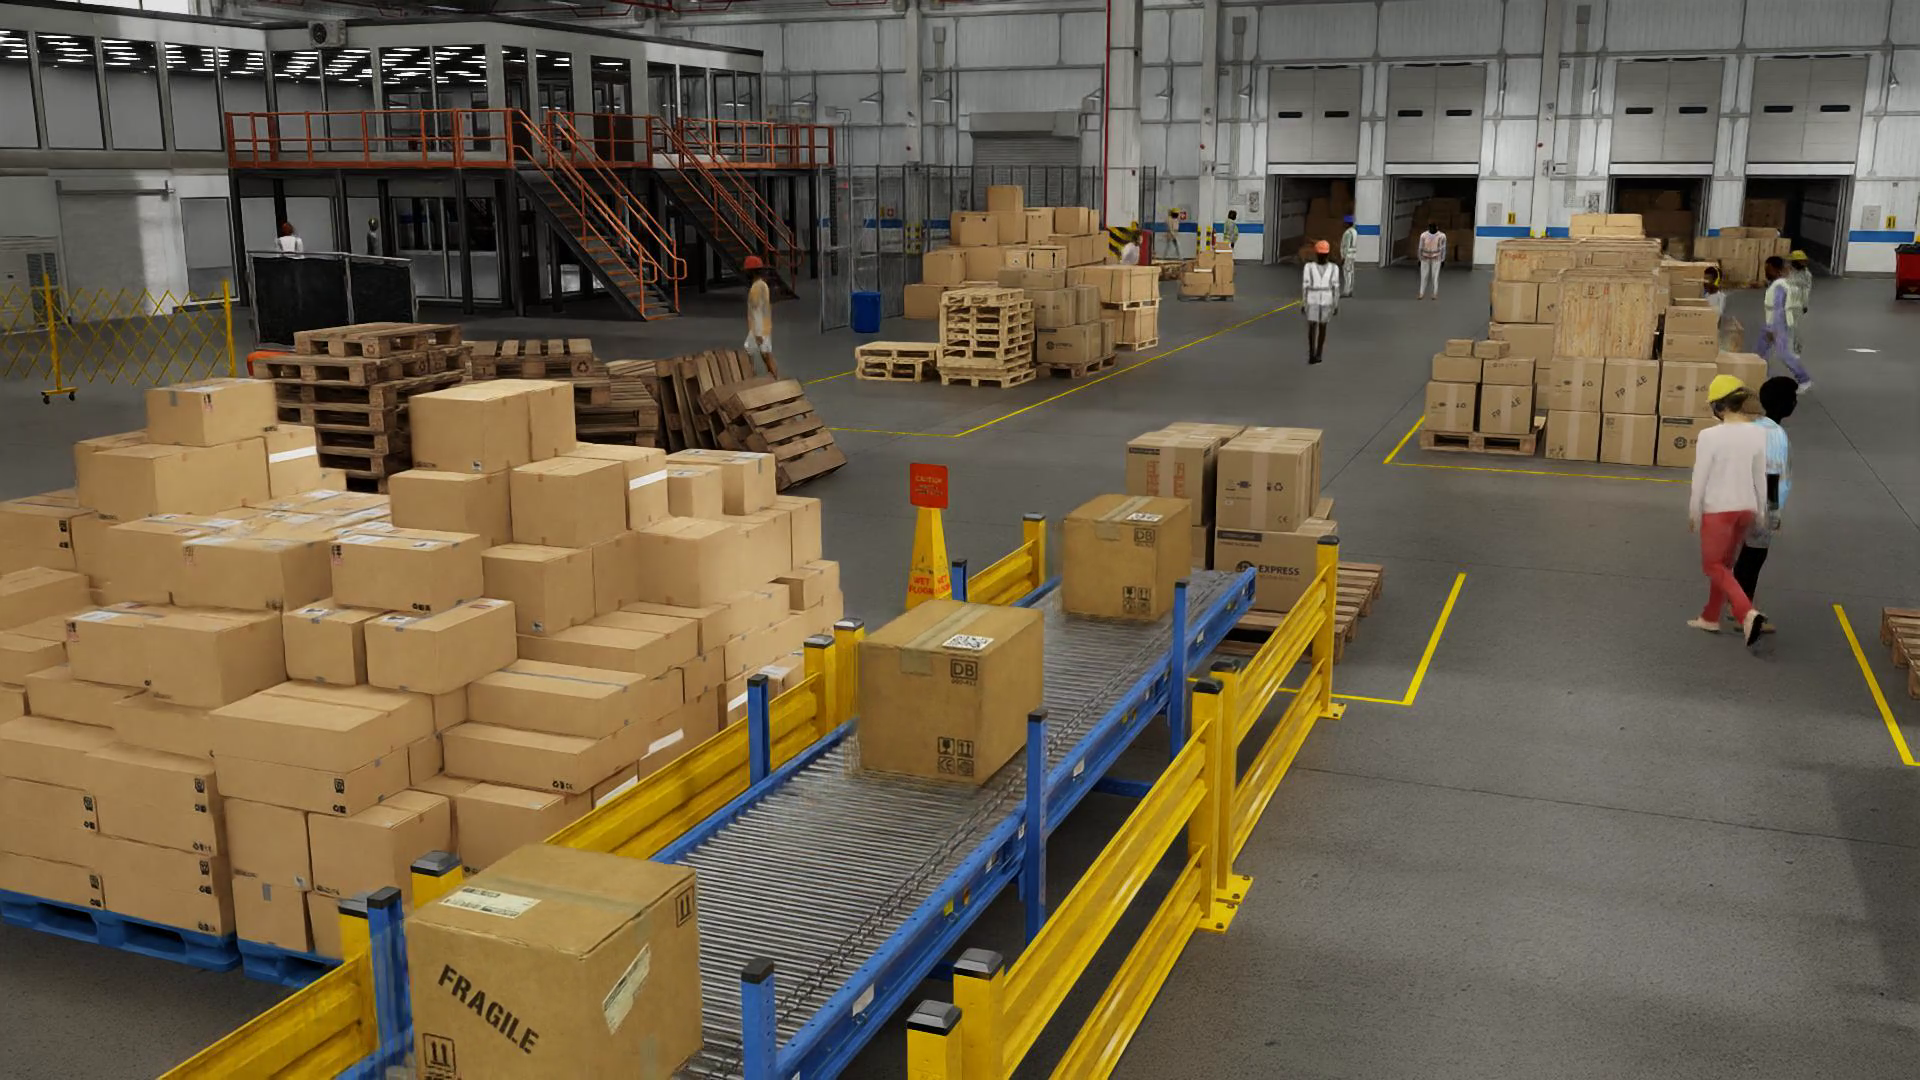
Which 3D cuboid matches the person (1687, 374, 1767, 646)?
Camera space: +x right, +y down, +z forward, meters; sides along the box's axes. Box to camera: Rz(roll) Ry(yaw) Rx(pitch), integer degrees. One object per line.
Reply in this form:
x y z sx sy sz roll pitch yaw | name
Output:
4.953 -0.182 10.617 0.543 1.728 0.721 -4 13 -17 | person

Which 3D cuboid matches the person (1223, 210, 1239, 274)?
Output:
7.882 -8.661 48.397 0.429 1.839 0.623 -1 13 -4 | person

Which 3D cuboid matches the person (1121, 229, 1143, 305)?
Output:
3.187 -5.116 32.398 0.796 1.898 0.641 4 13 19 | person

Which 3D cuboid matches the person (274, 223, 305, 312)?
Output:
-14.335 -5.836 35.621 0.577 1.883 0.351 -5 14 -21 | person

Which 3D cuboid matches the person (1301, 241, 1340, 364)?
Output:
5.621 -3.680 25.907 0.570 1.896 0.930 2 13 8 | person

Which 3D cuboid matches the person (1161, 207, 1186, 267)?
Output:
6.641 -9.401 51.651 1.035 1.862 0.581 12 17 43 | person

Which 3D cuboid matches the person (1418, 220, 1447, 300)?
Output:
11.005 -6.531 38.830 0.622 1.845 0.430 6 14 24 | person

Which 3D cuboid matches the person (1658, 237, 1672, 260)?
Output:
12.393 -4.456 29.552 0.489 1.828 0.567 5 14 23 | person

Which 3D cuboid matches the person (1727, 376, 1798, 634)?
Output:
5.278 -0.236 10.942 0.320 1.694 0.536 3 13 15 | person

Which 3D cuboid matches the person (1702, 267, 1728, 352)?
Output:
9.073 -2.391 20.258 0.773 1.844 0.519 -2 13 -8 | person

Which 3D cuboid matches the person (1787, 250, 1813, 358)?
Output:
13.530 -3.824 26.933 0.346 1.732 0.493 -2 13 -8 | person

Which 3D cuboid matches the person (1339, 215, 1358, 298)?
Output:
9.202 -6.721 39.440 0.384 1.949 0.603 7 14 30 | person

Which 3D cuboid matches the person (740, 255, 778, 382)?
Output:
-2.756 -2.757 21.764 0.914 1.896 0.565 1 13 6 | person

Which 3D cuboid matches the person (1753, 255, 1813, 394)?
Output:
11.134 -2.931 22.609 0.938 1.880 0.618 3 13 13 | person
